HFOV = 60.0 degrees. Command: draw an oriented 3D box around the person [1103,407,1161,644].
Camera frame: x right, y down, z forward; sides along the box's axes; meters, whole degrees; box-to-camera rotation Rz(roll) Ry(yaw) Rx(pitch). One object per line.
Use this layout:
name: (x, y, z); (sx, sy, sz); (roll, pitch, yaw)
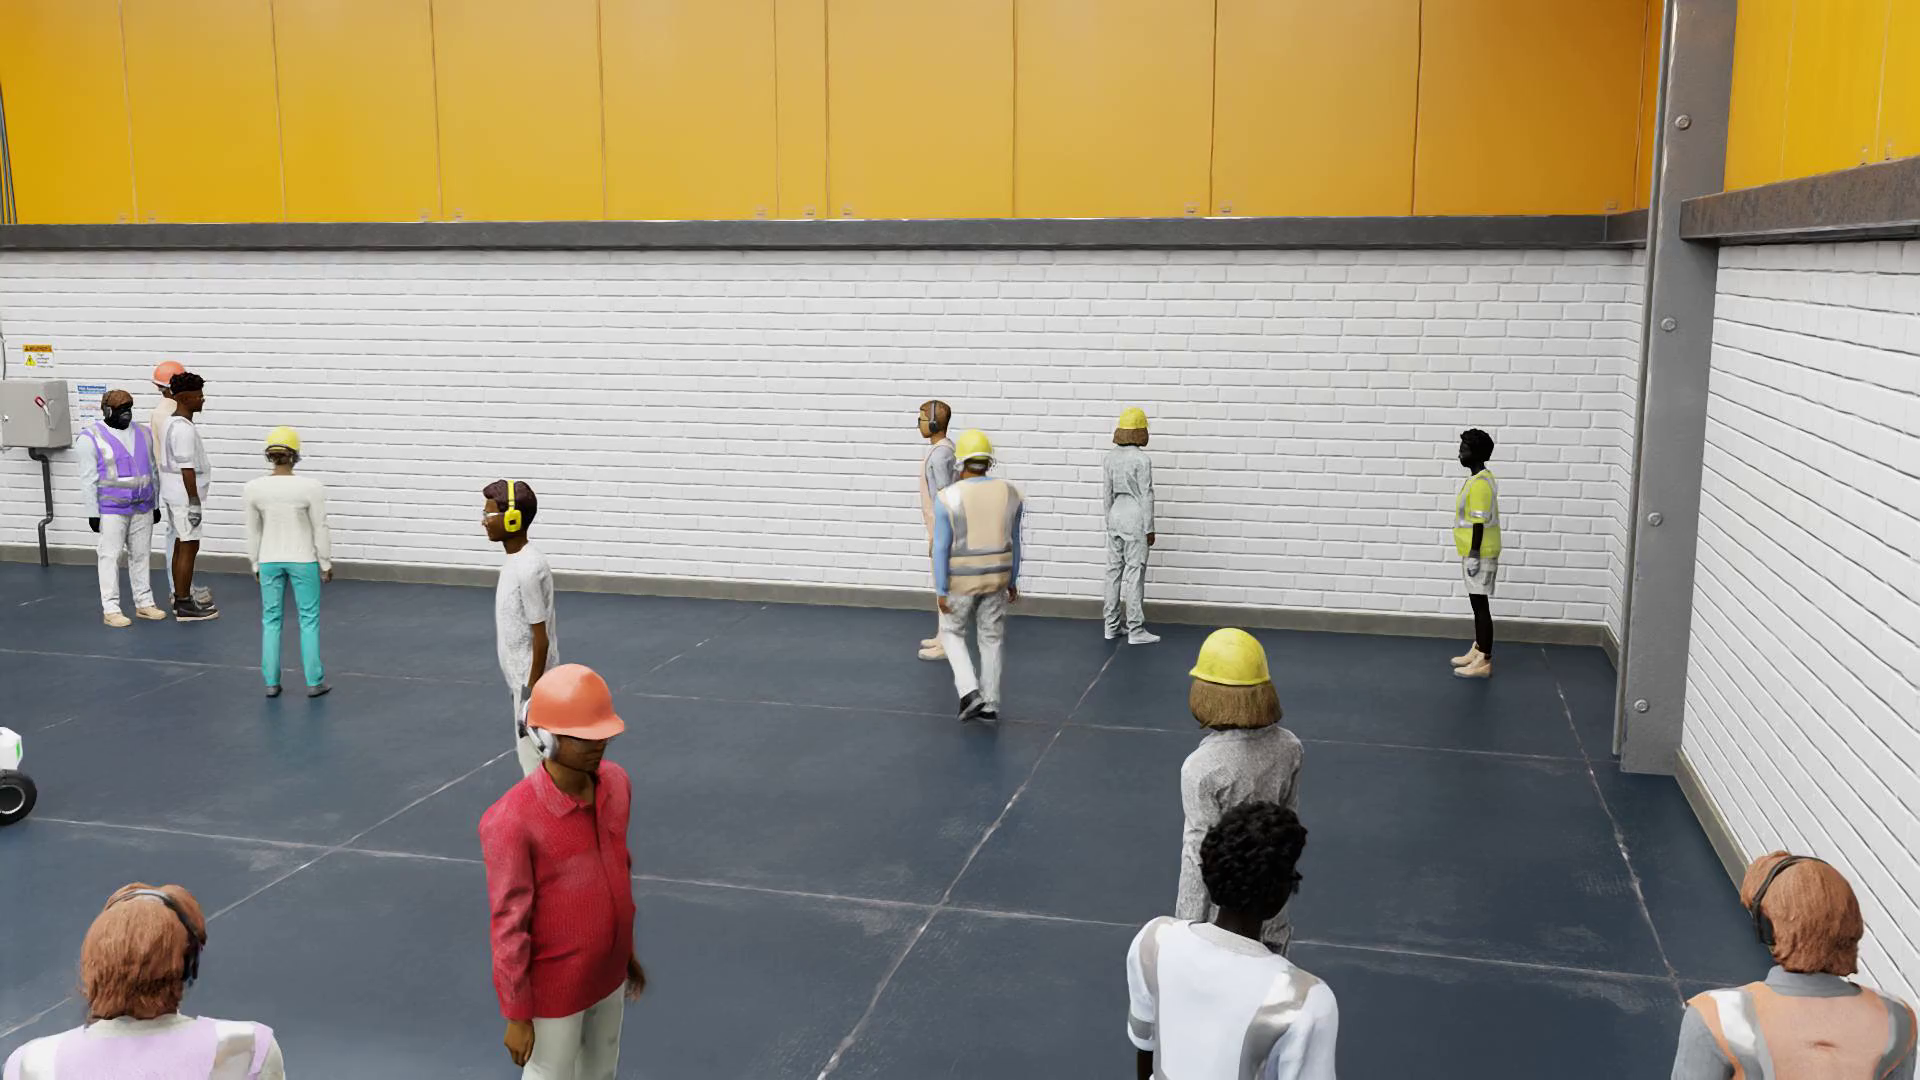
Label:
person: (1.264, -0.110, 12.292); (0.297, 1.745, 0.484); (-8, 12, -38)

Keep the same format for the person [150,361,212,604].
person: (-6.440, -0.475, 13.699); (0.373, 1.997, 0.618); (-4, 11, -24)

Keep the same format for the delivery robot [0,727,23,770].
delivery robot: (-5.090, 1.119, 8.276); (0.477, 0.478, 0.707); (9, 13, 44)

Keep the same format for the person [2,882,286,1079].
person: (-1.593, 1.465, 3.386); (0.537, 1.616, 0.627); (-2, 10, -13)

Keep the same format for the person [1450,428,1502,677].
person: (3.515, 0.084, 11.319); (0.322, 1.691, 0.534); (2, 10, 14)

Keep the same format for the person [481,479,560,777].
person: (-1.948, 0.654, 7.424); (0.325, 1.871, 0.516); (-3, 10, -19)

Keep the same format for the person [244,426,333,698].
person: (-4.323, 0.144, 10.758); (0.524, 1.760, 0.333); (0, 10, -2)

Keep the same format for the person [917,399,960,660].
person: (-0.141, -0.073, 11.777); (0.332, 1.844, 0.508); (1, 10, 5)

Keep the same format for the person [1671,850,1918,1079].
person: (1.698, 1.447, 3.457); (0.528, 1.630, 0.322); (-1, 10, -6)

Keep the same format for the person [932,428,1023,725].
person: (0.099, 0.238, 10.045); (0.598, 1.819, 0.419); (-4, 10, -21)

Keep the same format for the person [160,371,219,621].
person: (-6.065, -0.345, 13.066); (0.383, 1.957, 0.606); (-6, 11, -30)

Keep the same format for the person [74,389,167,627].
person: (-6.469, -0.251, 12.873); (0.430, 1.835, 0.628); (5, 11, 28)

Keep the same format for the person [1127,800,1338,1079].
person: (0.584, 1.390, 3.630); (0.541, 1.686, 0.320); (9, 13, 44)

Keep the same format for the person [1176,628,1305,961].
person: (0.817, 1.121, 5.045); (0.484, 1.744, 0.300); (-8, 12, -38)

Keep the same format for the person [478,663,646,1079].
person: (-1.054, 1.192, 4.599); (0.342, 1.749, 0.572); (4, 11, 24)
